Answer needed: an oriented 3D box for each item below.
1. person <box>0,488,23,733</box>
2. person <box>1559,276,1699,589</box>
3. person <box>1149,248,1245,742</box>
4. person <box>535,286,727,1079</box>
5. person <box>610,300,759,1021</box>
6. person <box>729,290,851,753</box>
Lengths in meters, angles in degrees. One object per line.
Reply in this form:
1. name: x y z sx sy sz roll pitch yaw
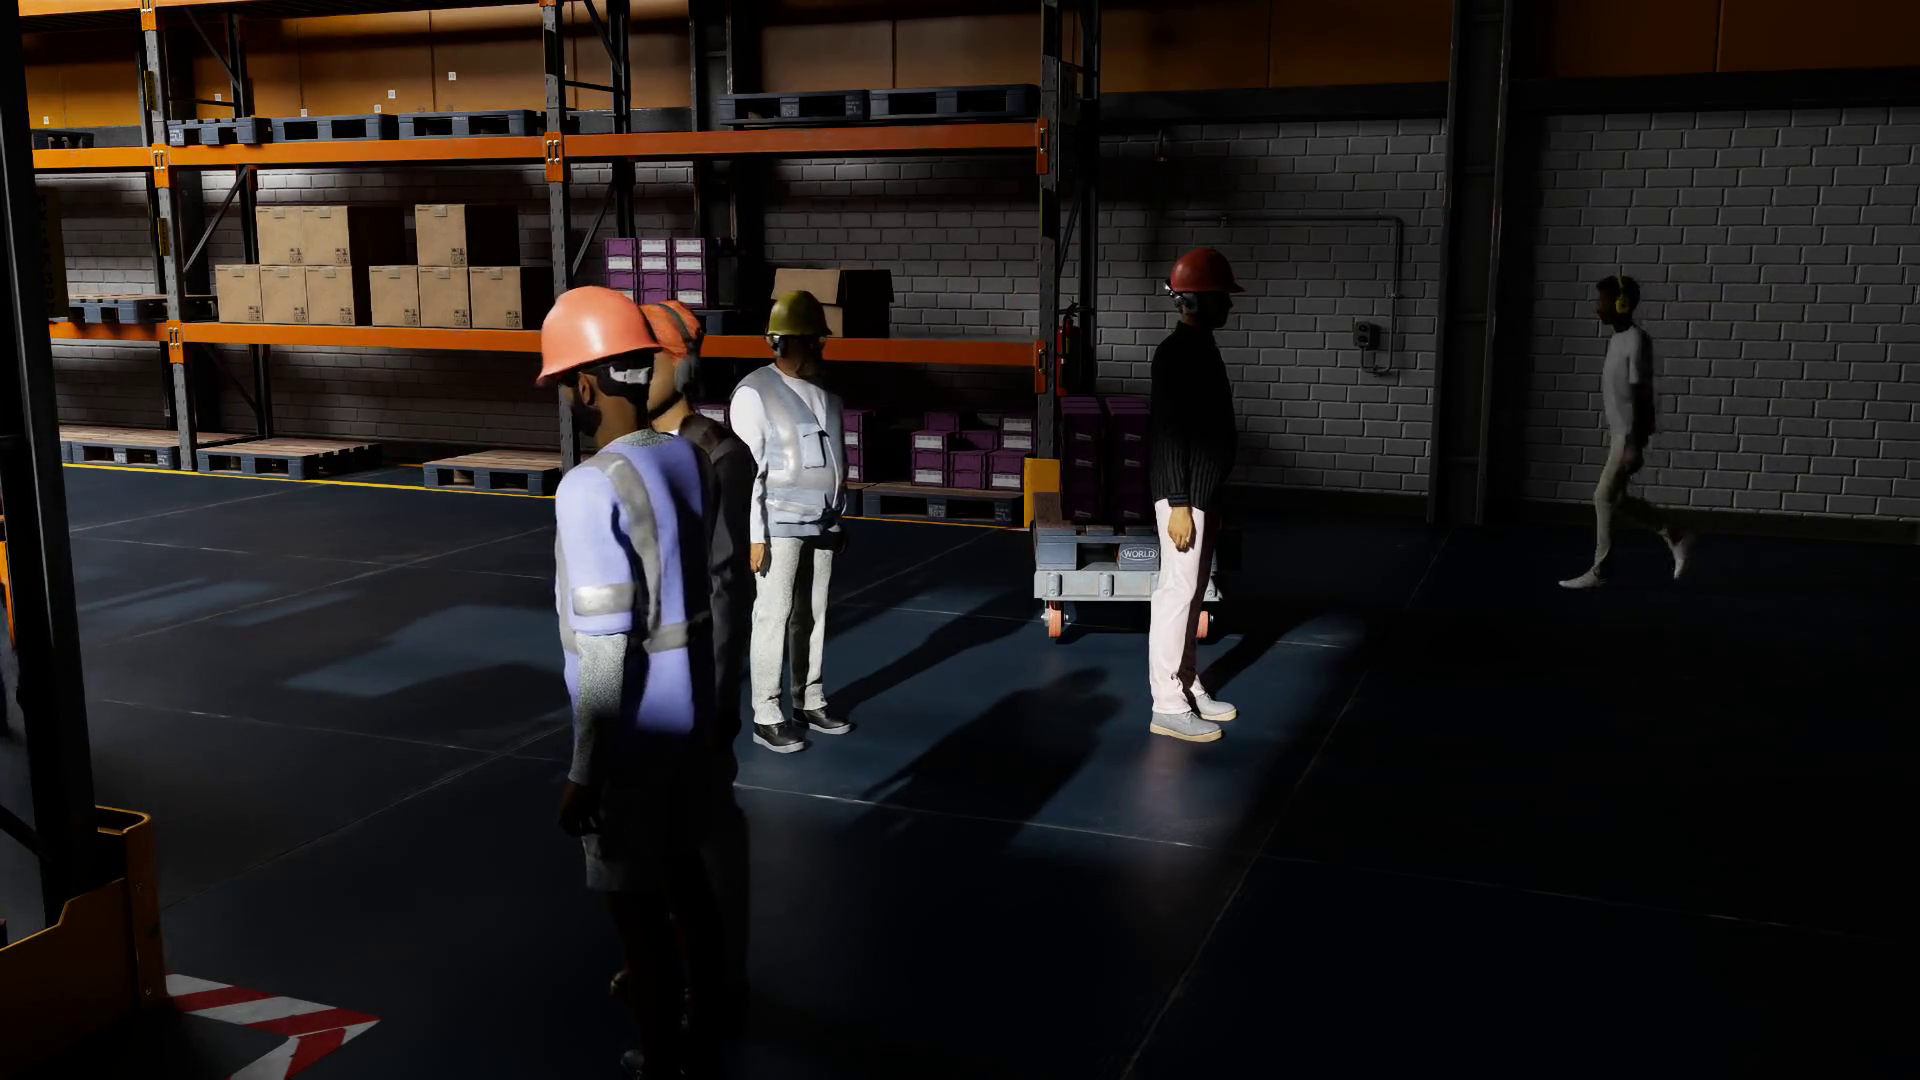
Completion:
1. person: -3.995 -0.051 6.770 0.526 1.751 0.440 -8 13 -38
2. person: 3.939 -0.608 9.640 0.728 1.838 0.572 1 10 7
3. person: 0.960 -0.189 6.838 0.375 1.995 0.611 4 11 21
4. person: -0.739 0.411 3.690 0.388 1.925 0.548 3 11 17
5. person: -0.727 0.326 4.301 0.366 1.879 0.582 -8 13 -38
6. person: -0.648 -0.079 6.682 0.404 1.830 0.599 7 12 34
